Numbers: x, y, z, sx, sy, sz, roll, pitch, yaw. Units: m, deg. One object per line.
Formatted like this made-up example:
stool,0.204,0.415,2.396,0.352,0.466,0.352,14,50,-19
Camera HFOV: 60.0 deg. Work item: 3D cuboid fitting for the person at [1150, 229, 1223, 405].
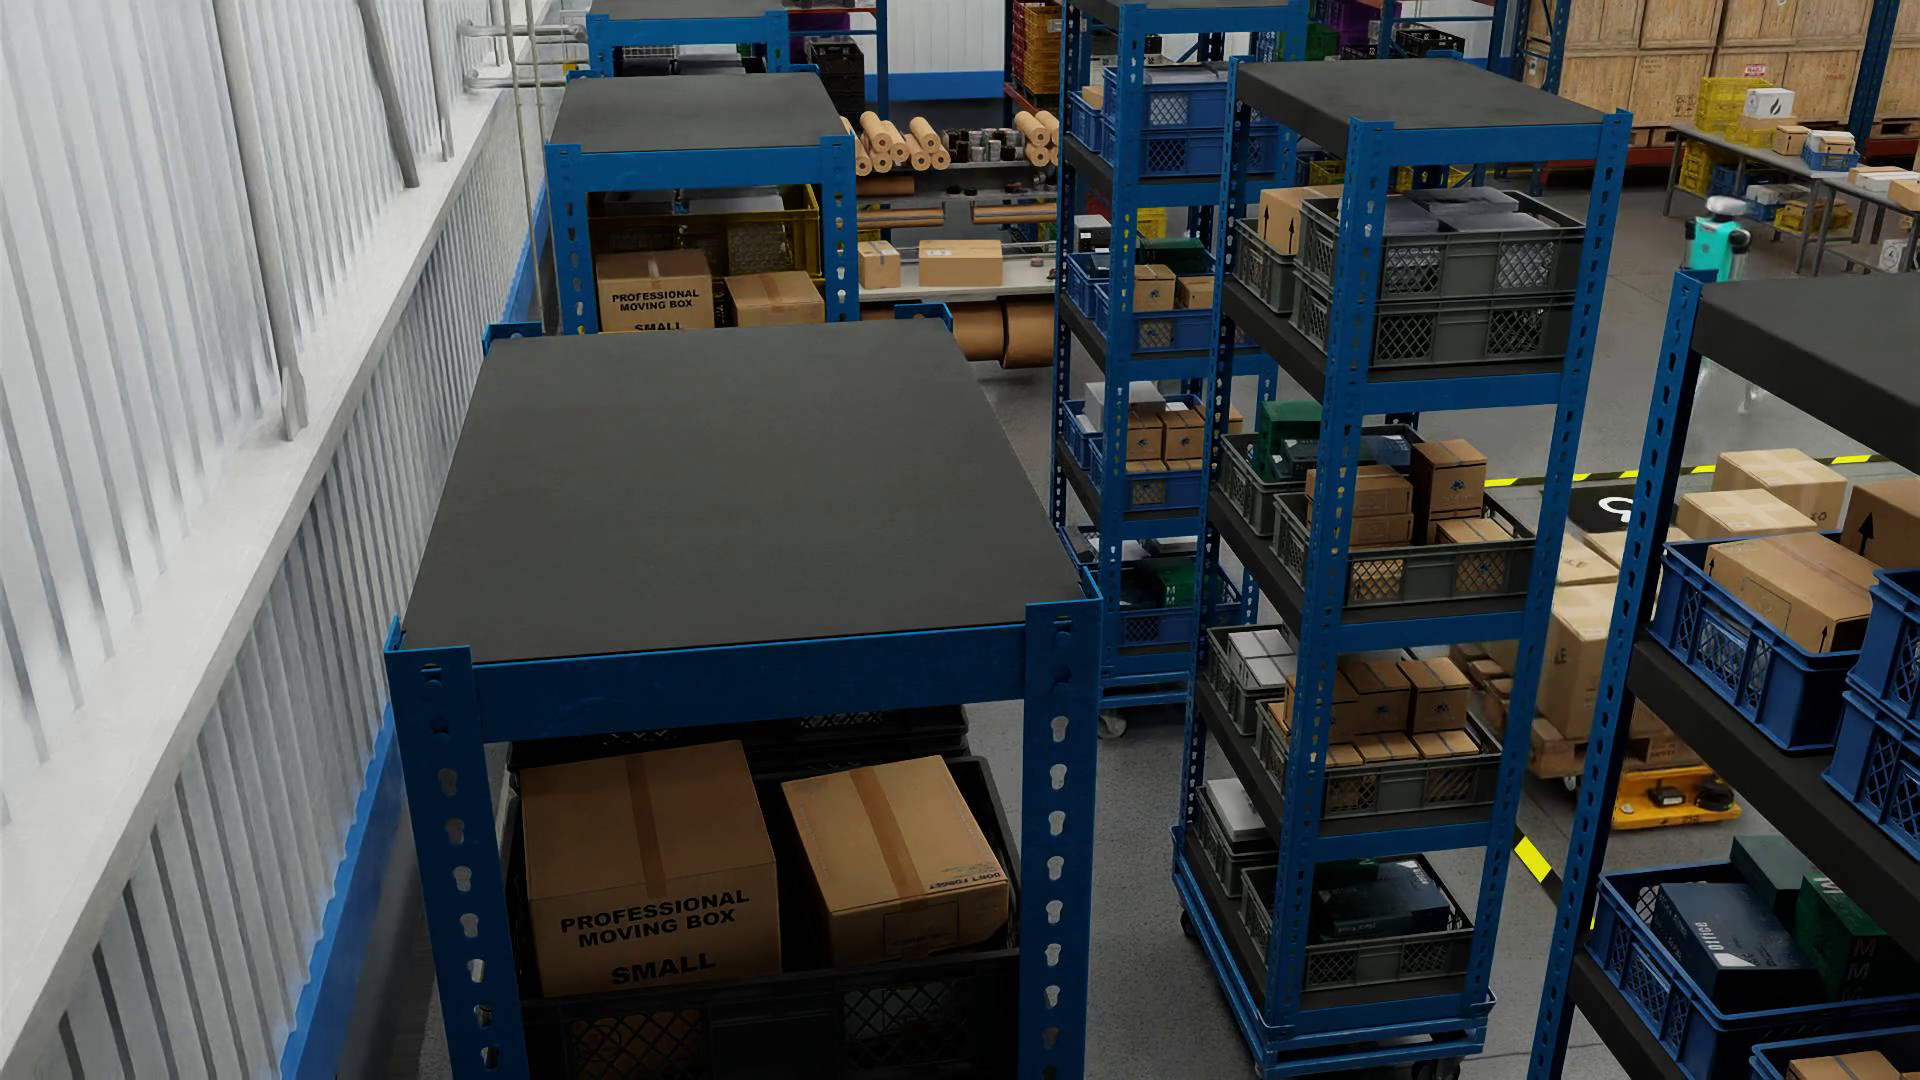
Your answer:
person,1.469,-1.109,10.816,0.596,1.849,0.393,-3,25,-6

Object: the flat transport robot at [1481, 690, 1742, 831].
flat transport robot,3.164,0.937,8.228,0.652,0.197,1.431,-4,25,-8

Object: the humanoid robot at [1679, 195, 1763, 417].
humanoid robot,5.704,-1.687,12.236,0.955,1.763,0.544,-11,27,-23
